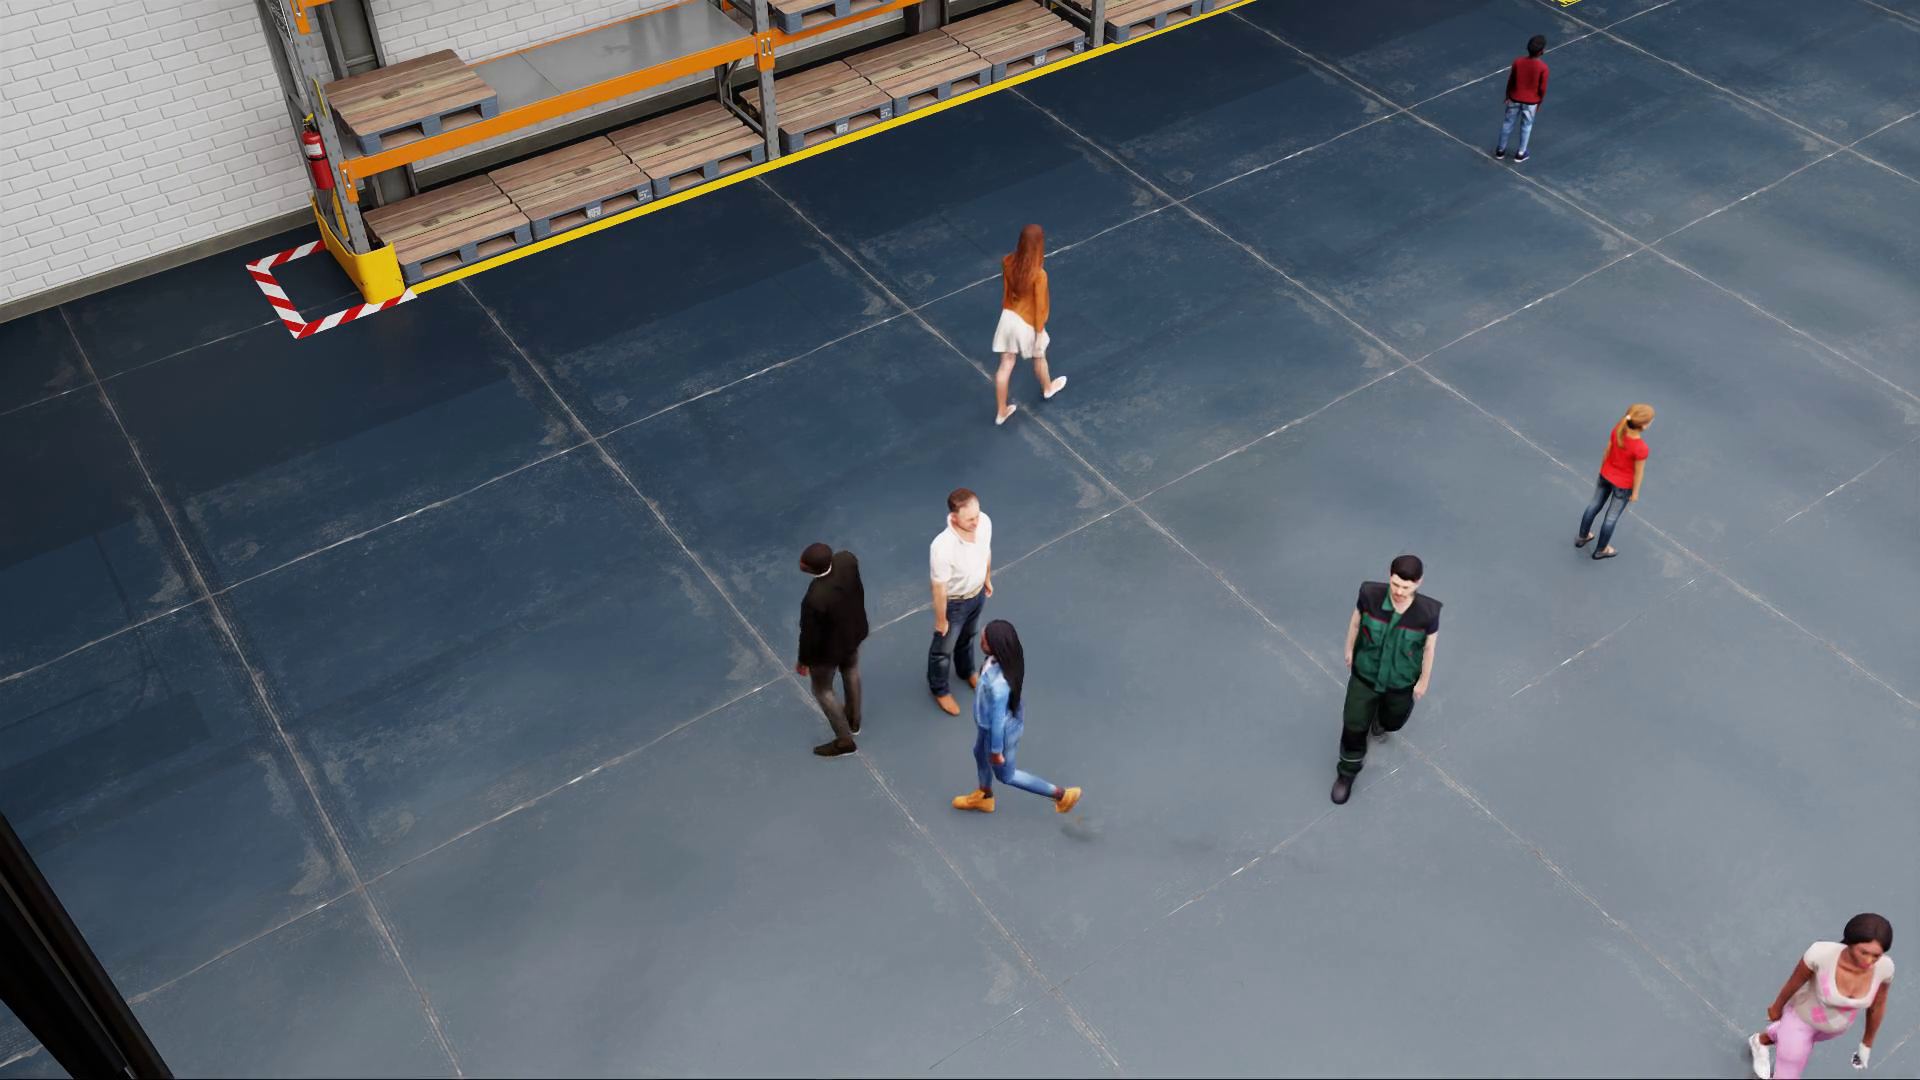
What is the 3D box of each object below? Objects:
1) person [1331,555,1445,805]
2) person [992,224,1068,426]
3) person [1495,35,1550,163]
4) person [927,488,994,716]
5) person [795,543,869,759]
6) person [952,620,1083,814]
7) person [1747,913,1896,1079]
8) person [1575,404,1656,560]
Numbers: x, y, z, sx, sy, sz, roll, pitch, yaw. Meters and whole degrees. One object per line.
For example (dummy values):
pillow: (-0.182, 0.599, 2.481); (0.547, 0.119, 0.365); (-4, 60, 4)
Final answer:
person: (2.610, 0.750, 10.096); (1.047, 1.873, 1.198); (15, 46, 15)
person: (0.418, -1.596, 12.694); (0.812, 1.686, 1.053); (27, 50, 26)
person: (5.329, -4.177, 15.716); (0.577, 1.255, 0.599); (20, 47, 20)
person: (-0.022, 0.335, 10.550); (0.756, 1.848, 0.574); (34, 53, 30)
person: (-0.741, 0.591, 10.334); (0.653, 1.776, 0.856); (-28, 50, -26)
person: (0.330, 1.116, 9.846); (1.106, 1.688, 1.025); (8, 44, 8)
person: (4.360, 2.390, 8.506); (1.107, 1.693, 1.155); (6, 44, 6)
person: (4.631, -0.423, 11.736); (0.481, 1.310, 0.500); (-22, 48, -22)
